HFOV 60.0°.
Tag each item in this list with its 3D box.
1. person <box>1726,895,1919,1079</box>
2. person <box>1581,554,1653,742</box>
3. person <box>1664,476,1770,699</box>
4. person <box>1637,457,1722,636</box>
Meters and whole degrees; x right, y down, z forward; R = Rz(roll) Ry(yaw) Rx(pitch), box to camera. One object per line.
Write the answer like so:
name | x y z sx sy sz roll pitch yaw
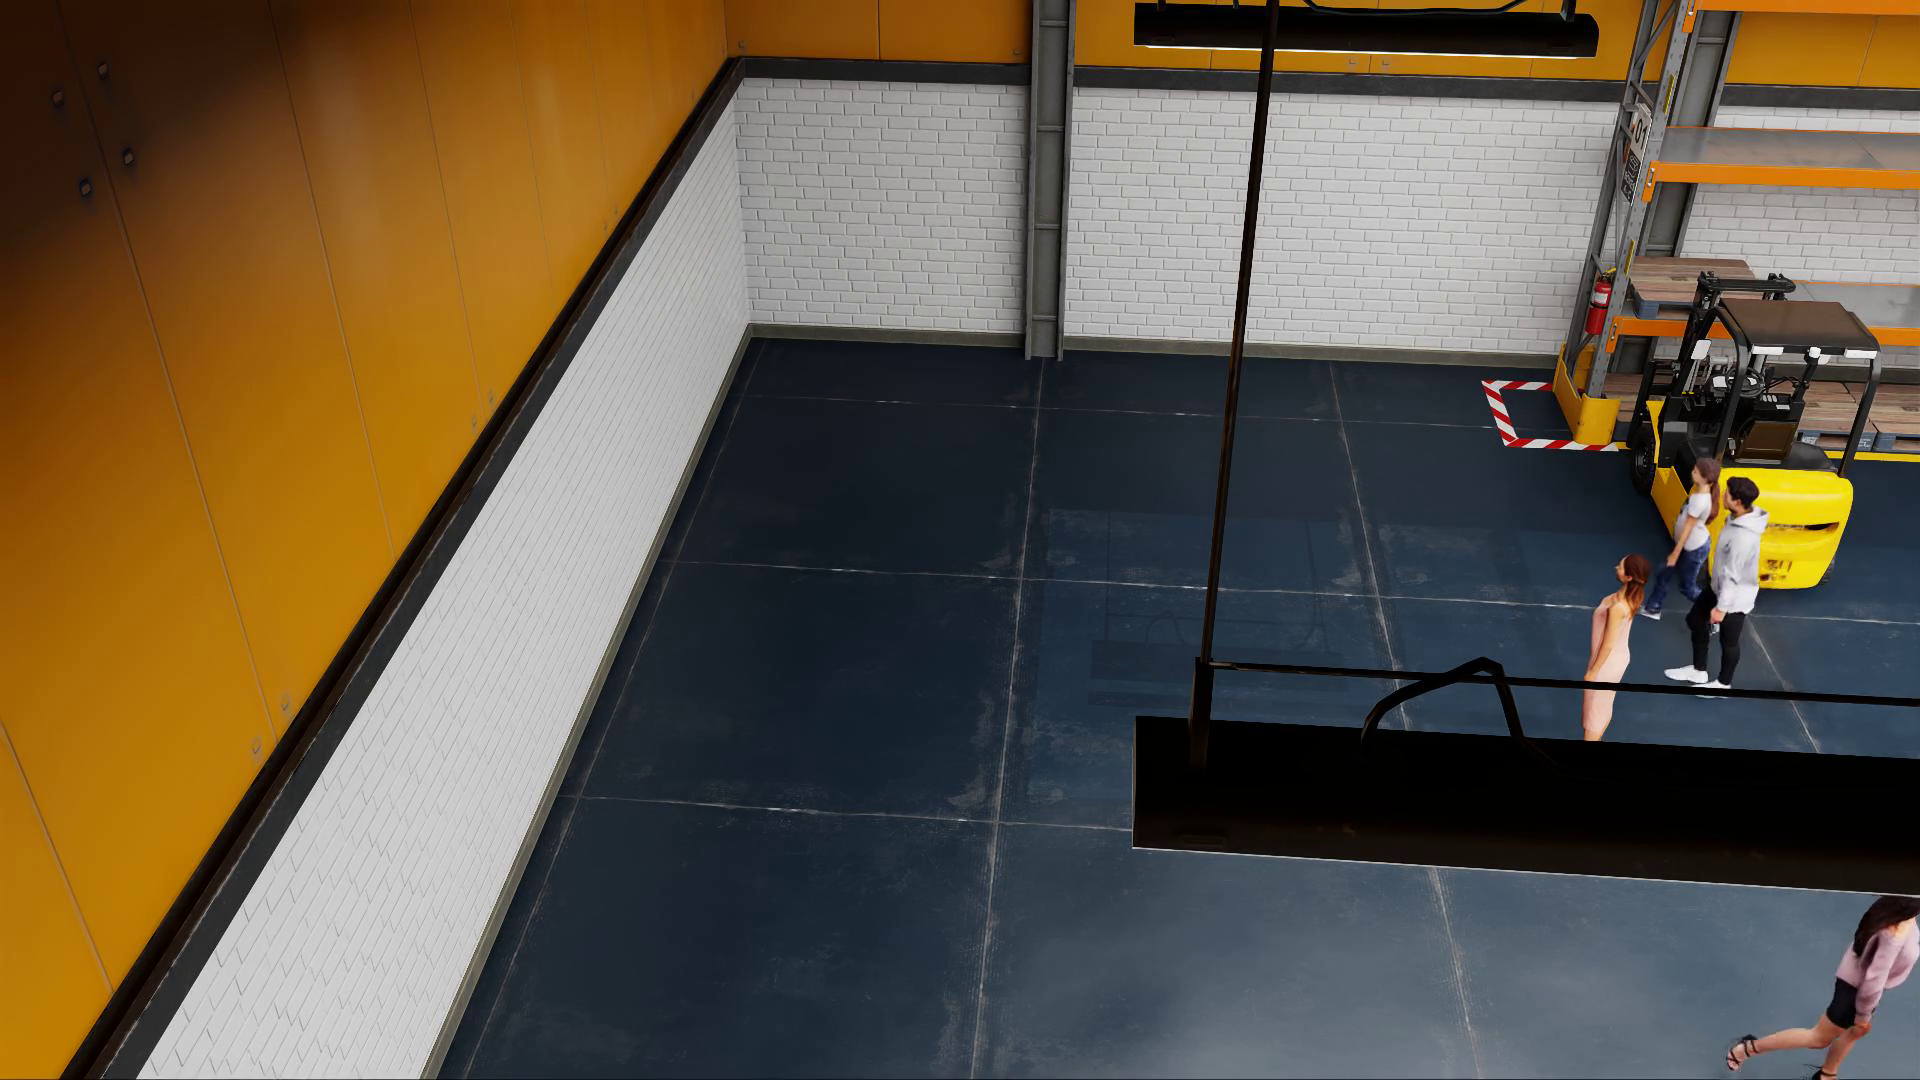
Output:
person | 4.940 2.491 9.308 1.034 1.788 0.893 23 40 30
person | 4.568 0.866 11.713 0.672 1.832 0.656 23 40 30
person | 5.818 0.395 12.362 0.708 1.898 0.731 5 34 8
person | 5.859 0.076 13.172 1.077 1.533 0.805 16 37 23
